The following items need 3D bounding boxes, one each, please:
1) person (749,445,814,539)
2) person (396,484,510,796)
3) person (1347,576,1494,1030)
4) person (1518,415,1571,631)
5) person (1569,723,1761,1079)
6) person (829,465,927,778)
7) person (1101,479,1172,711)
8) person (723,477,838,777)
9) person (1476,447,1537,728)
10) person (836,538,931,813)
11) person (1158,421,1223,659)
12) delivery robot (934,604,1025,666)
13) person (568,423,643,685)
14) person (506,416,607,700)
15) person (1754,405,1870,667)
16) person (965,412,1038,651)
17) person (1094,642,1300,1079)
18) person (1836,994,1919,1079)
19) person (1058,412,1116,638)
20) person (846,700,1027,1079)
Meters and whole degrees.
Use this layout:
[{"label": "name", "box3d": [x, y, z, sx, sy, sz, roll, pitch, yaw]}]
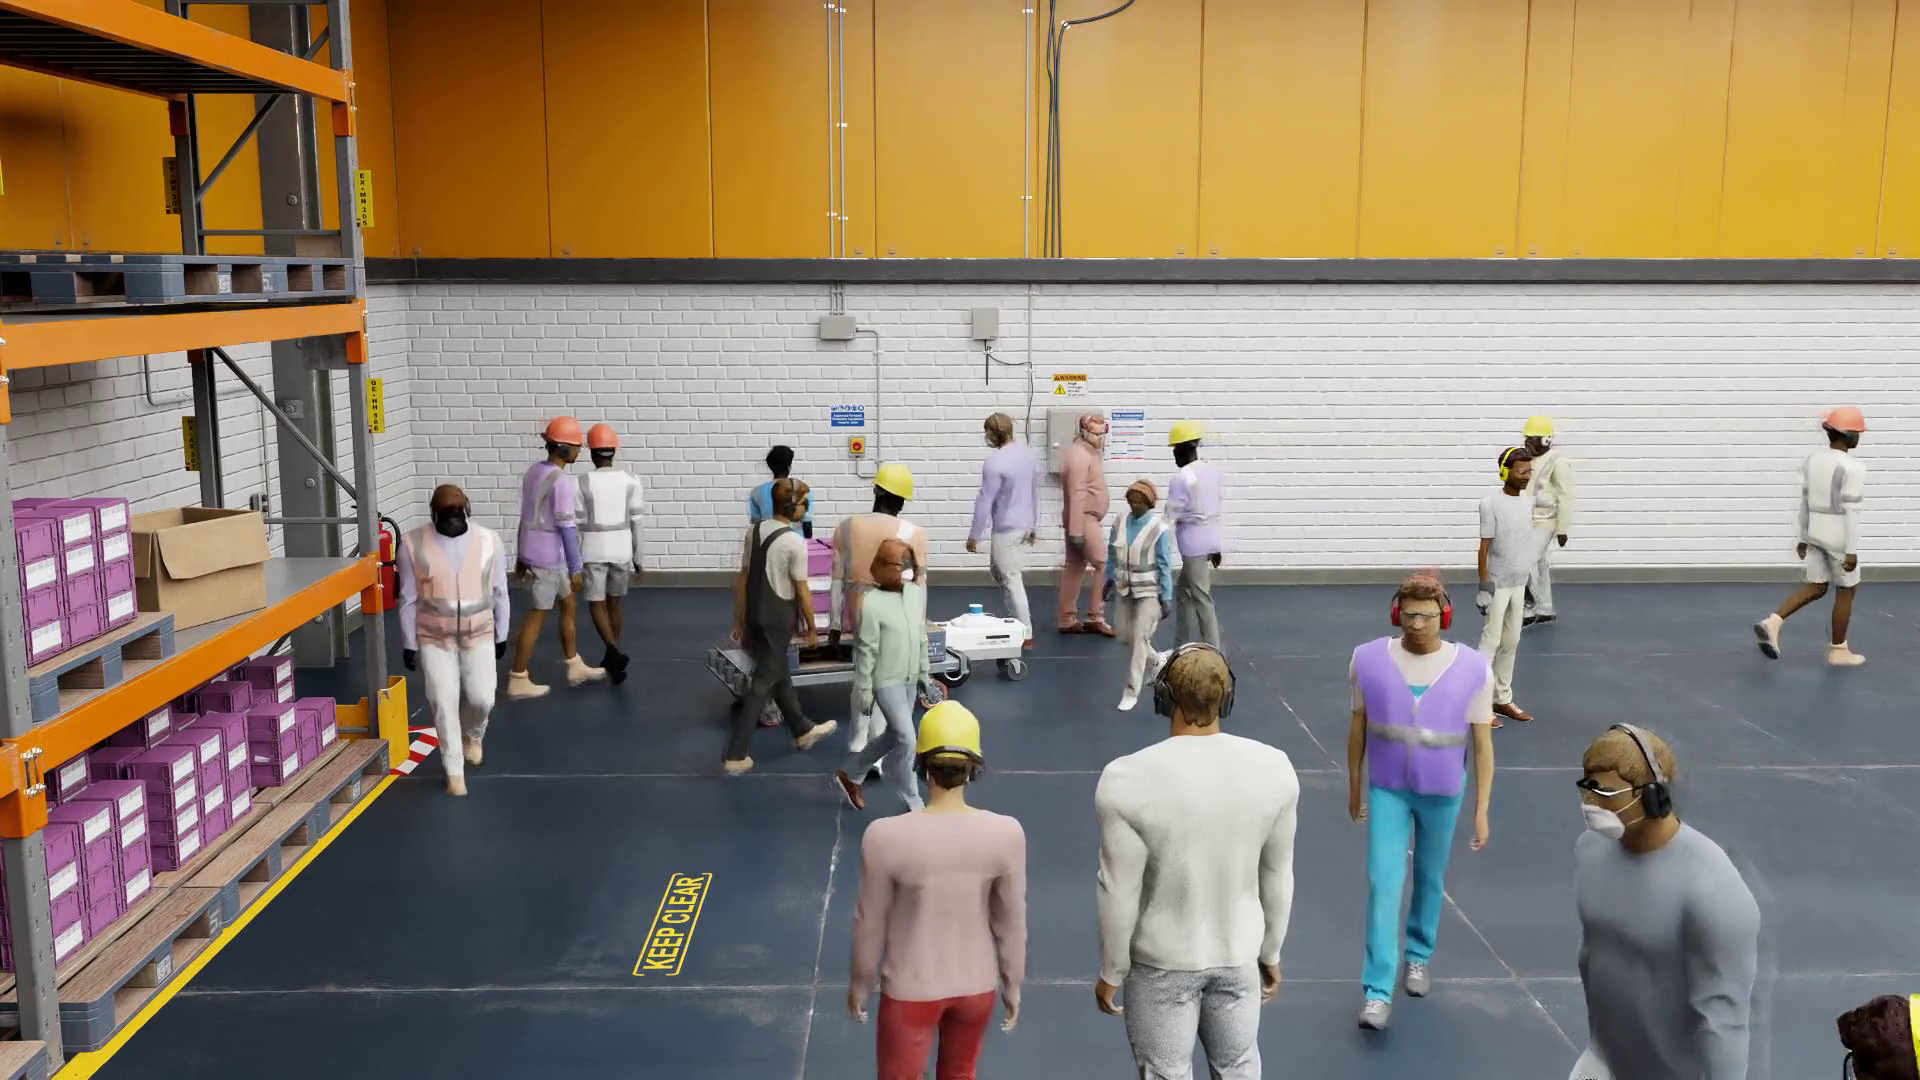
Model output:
[{"label": "person", "box3d": [-1.357, 0.103, 12.918, 0.555, 1.664, 0.533, 2, 10, 14]}, {"label": "person", "box3d": [-2.953, 0.557, 9.724, 0.630, 1.815, 0.539, -4, 10, -24]}, {"label": "person", "box3d": [1.828, 1.051, 6.679, 0.585, 1.798, 0.922, 3, 10, 18]}, {"label": "person", "box3d": [4.784, -0.143, 14.009, 0.691, 1.807, 0.591, -2, 10, -13]}, {"label": "person", "box3d": [1.877, 1.399, 4.308, 0.943, 1.901, 0.693, -3, 10, -16]}, {"label": "person", "box3d": [-0.515, 0.484, 10.032, 0.598, 1.870, 0.843, 3, 10, 20]}, {"label": "person", "box3d": [1.295, 0.358, 11.548, 0.568, 1.609, 0.614, 9, 13, 43]}, {"label": "person", "box3d": [-1.091, 0.508, 10.076, 0.940, 1.785, 0.557, -9, 13, -44]}, {"label": "person", "box3d": [3.650, 0.308, 11.072, 0.536, 1.866, 0.314, -6, 11, -32]}, {"label": "person", "box3d": [-0.395, 0.766, 9.054, 0.769, 1.602, 0.507, 6, 11, 34]}, {"label": "person", "box3d": [1.698, 0.053, 12.546, 0.770, 1.884, 0.620, 6, 11, 34]}, {"label": "delivery robot", "box3d": [0.117, 0.717, 12.285, 0.707, 0.478, 0.477, -3, 10, -16]}, {"label": "person", "box3d": [-2.581, 0.107, 12.199, 0.553, 1.920, 0.843, -5, 10, -27]}, {"label": "person", "box3d": [-2.859, 0.121, 11.836, 0.942, 1.984, 0.627, -6, 11, -33]}, {"label": "person", "box3d": [6.536, -0.018, 12.610, 0.800, 2.022, 0.611, -2, 9, -9]}, {"label": "person", "box3d": [0.360, -0.071, 13.283, 0.632, 1.900, 0.652, 5, 11, 28]}, {"label": "person", "box3d": [0.697, 1.260, 5.009, 0.629, 1.940, 0.377, -2, 10, -13]}, {"label": "person", "box3d": [1.734, 1.661, 2.845, 0.568, 1.843, 0.592, -7, 11, -35]}, {"label": "person", "box3d": [1.101, -0.118, 13.648, 0.650, 1.867, 0.687, 1, 9, 5]}, {"label": "person", "box3d": [-0.060, 1.347, 5.051, 0.541, 1.742, 0.694, -3, 10, -19]}]
